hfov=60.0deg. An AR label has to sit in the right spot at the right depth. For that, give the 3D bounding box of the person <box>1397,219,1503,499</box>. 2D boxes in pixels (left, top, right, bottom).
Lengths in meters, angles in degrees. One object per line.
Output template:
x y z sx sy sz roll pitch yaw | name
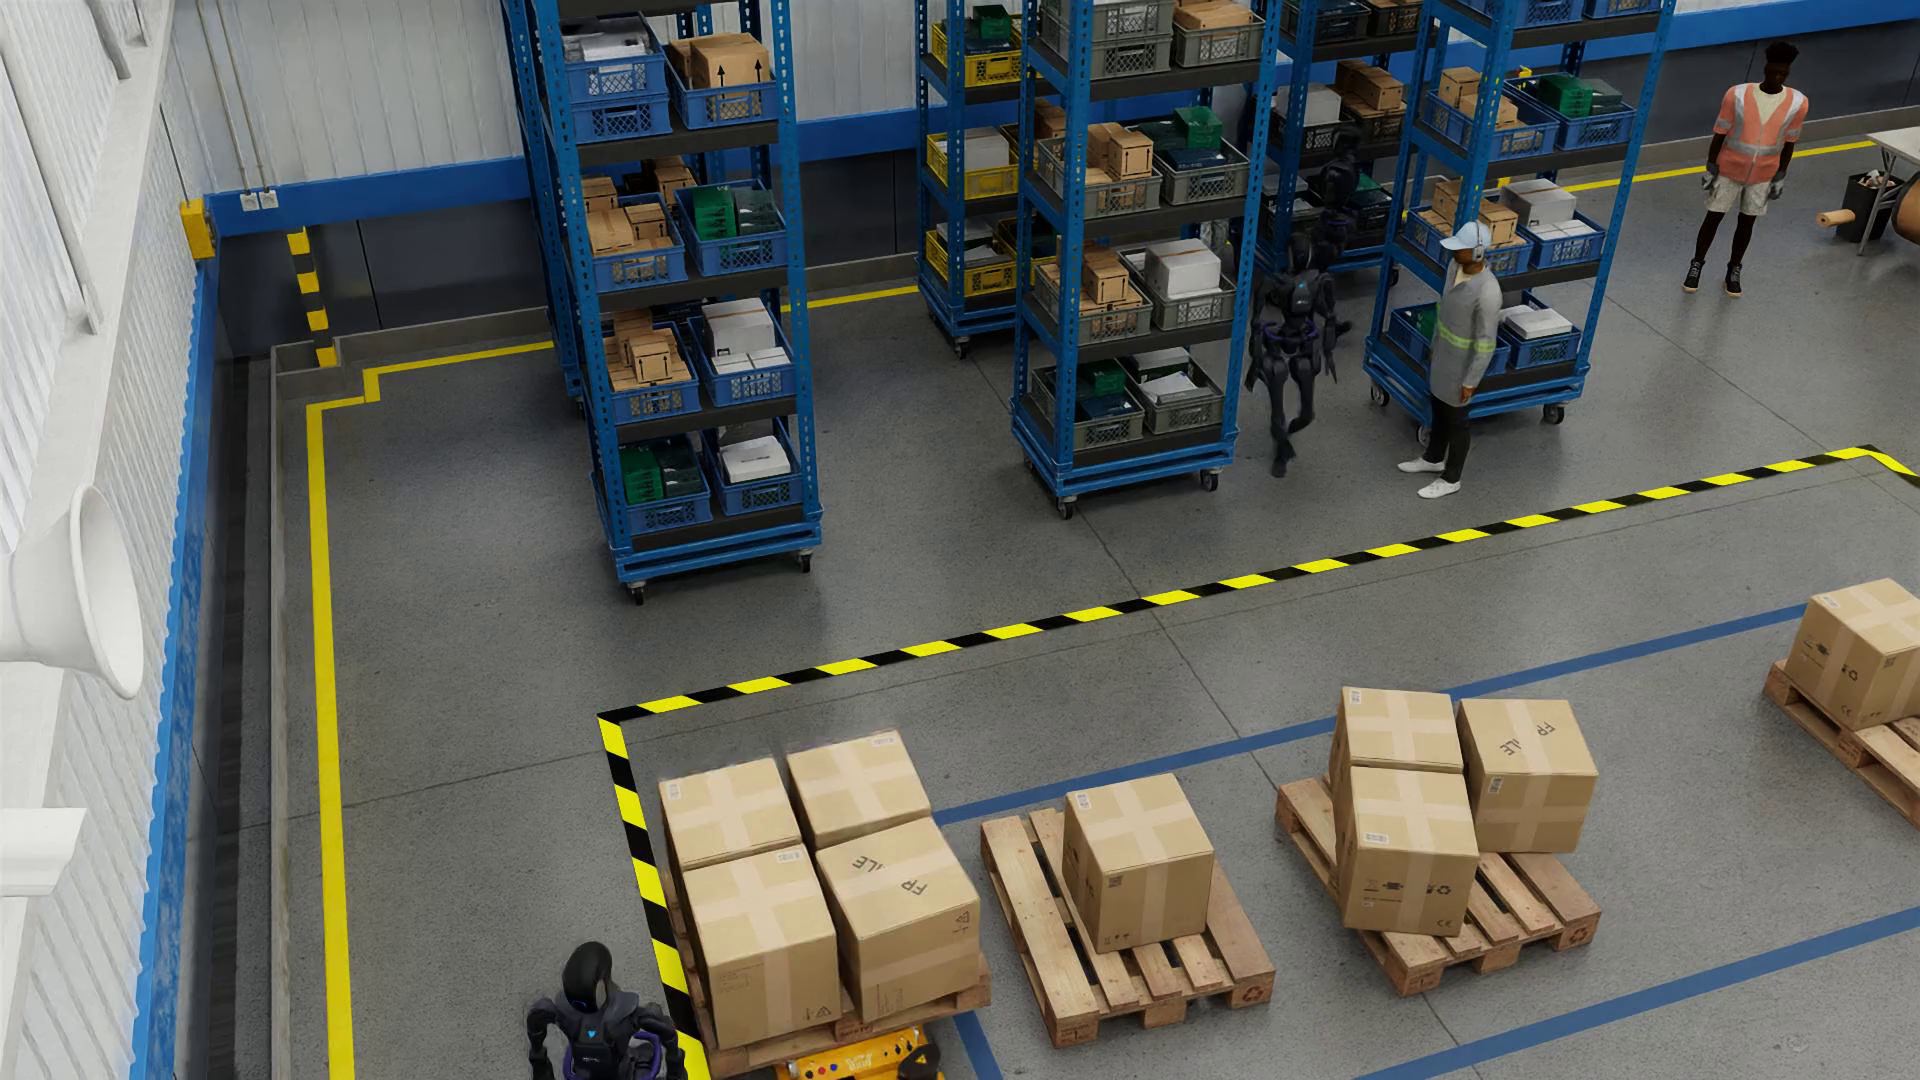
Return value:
3.027 -1.110 10.255 0.395 1.850 0.597 -6 36 -8 | person

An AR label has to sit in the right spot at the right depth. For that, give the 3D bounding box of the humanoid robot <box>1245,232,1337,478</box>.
2.095 -1.188 10.534 0.588 1.640 0.452 -5 36 -8 | humanoid robot

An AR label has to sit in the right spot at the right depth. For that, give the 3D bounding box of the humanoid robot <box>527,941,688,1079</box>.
-1.280 1.986 6.028 0.666 1.638 0.398 0 35 1 | humanoid robot

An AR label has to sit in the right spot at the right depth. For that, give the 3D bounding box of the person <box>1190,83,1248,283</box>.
1.867 -2.782 12.553 0.372 1.940 0.630 25 42 31 | person

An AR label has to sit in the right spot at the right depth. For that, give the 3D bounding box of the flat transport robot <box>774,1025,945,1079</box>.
-0.591 1.907 7.328 0.652 0.197 1.431 -11 37 -15 | flat transport robot

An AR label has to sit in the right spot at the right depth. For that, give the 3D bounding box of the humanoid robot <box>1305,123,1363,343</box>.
2.678 -2.178 11.937 0.487 1.636 0.608 16 38 22 | humanoid robot

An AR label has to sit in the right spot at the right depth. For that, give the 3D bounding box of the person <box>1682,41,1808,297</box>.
5.924 -2.784 12.530 0.605 1.966 0.368 9 36 13 | person
